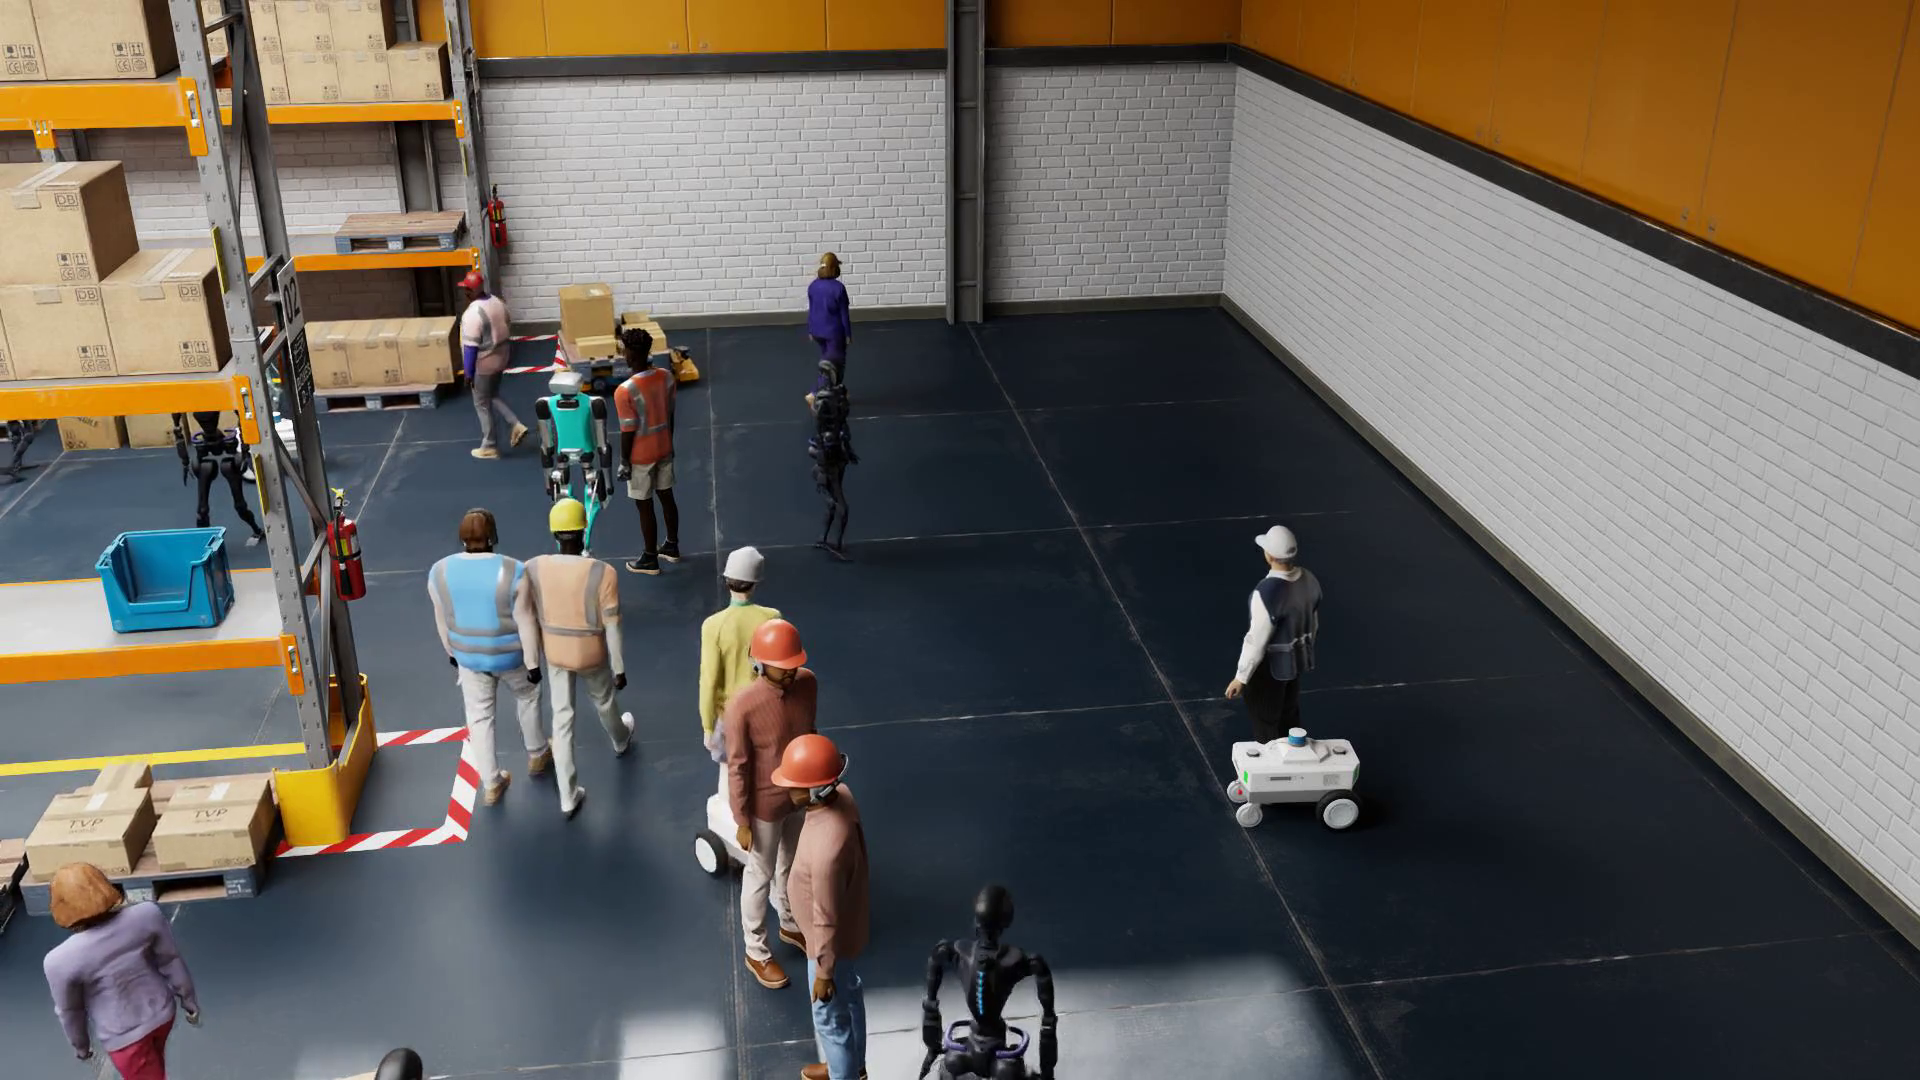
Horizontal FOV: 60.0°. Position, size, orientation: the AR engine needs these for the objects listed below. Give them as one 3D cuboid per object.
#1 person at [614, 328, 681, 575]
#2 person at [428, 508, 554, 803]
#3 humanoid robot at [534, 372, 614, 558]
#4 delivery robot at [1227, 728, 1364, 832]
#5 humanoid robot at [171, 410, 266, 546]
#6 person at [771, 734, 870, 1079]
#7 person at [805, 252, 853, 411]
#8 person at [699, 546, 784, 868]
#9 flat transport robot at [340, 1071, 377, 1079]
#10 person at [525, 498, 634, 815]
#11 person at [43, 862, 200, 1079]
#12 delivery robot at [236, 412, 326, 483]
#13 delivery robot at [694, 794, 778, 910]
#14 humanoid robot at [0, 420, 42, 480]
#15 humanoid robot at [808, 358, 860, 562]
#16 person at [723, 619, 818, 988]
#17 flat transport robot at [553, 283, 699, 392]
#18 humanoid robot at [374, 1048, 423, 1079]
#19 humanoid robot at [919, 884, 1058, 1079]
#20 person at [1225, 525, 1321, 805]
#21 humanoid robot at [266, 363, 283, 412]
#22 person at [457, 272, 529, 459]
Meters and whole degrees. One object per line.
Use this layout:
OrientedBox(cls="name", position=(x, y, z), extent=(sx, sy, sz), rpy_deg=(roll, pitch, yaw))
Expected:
OrientedBox(cls="person", position=(-2.422, -0.688, 12.855), extent=(0.368, 1.966, 0.602), rpy_deg=(14, 27, 29))
OrientedBox(cls="person", position=(-2.779, 0.640, 10.019), extent=(0.646, 1.811, 0.772), rpy_deg=(1, 24, 3))
OrientedBox(cls="humanoid robot", position=(-2.855, -0.271, 12.275), extent=(0.542, 1.867, 0.701), rpy_deg=(1, 24, 2))
OrientedBox(cls="delivery robot", position=(1.994, 1.399, 9.861), extent=(0.802, 0.601, 0.499), rpy_deg=(-1, 24, -3))
OrientedBox(cls="humanoid robot", position=(-5.888, -0.663, 13.196), extent=(0.587, 1.643, 0.497), rpy_deg=(-6, 24, -12))
OrientedBox(cls="person", position=(-0.593, 1.727, 7.336), extent=(0.401, 1.986, 0.614), rpy_deg=(0, 24, 1))
OrientedBox(cls="person", position=(-1.316, -2.022, 16.331), extent=(0.470, 1.597, 0.639), rpy_deg=(18, 29, 35))
OrientedBox(cls="person", position=(-1.185, 0.942, 9.273), extent=(0.542, 1.858, 0.485), rpy_deg=(-6, 24, -13))
OrientedBox(cls="flat transport robot", position=(-2.584, 3.000, 6.562), extent=(1.431, 0.231, 0.659), rpy_deg=(13, 27, 27))
OrientedBox(cls="person", position=(-2.277, 0.629, 9.971), extent=(0.604, 1.865, 1.022), rpy_deg=(2, 24, 4))
OrientedBox(cls="person", position=(-3.521, 2.056, 7.063), extent=(0.768, 1.581, 0.503), rpy_deg=(13, 27, 26))
OrientedBox(cls="delivery robot", position=(-6.151, -0.848, 14.989), extent=(0.808, 0.607, 0.499), rpy_deg=(-7, 25, -15))
OrientedBox(cls="delivery robot", position=(-1.101, 1.663, 9.273), extent=(0.499, 0.611, 0.814), rpy_deg=(-21, 31, -39))
OrientedBox(cls="humanoid robot", position=(-8.433, -1.334, 14.686), extent=(0.420, 1.640, 0.599), rpy_deg=(-21, 31, -39))
OrientedBox(cls="humanoid robot", position=(-0.981, -0.654, 13.143), extent=(0.496, 1.648, 0.616), rpy_deg=(8, 25, 18))
OrientedBox(cls="person", position=(-0.893, 1.289, 8.316), extent=(0.395, 1.992, 0.619), rpy_deg=(17, 29, 34))
OrientedBox(cls="flat transport robot", position=(-3.515, -1.791, 17.477), extent=(1.431, 0.231, 0.659), rpy_deg=(-8, 25, -17))
OrientedBox(cls="humanoid robot", position=(-1.889, 2.501, 5.951), extent=(0.589, 1.650, 0.328), rpy_deg=(-5, 24, -11))
OrientedBox(cls="humanoid robot", position=(0.084, 2.189, 6.727), extent=(0.609, 1.652, 0.687), rpy_deg=(5, 24, 12))
OrientedBox(cls="person", position=(1.864, 0.739, 9.860), extent=(0.771, 1.755, 0.441), rpy_deg=(-21, 32, -40))
OrientedBox(cls="humanoid robot", position=(-6.679, -1.726, 15.537), extent=(0.798, 1.802, 0.542), rpy_deg=(5, 24, 12))
OrientedBox(cls="person", position=(-4.306, -1.584, 15.178), extent=(0.484, 1.737, 0.697), rpy_deg=(8, 25, 17))
